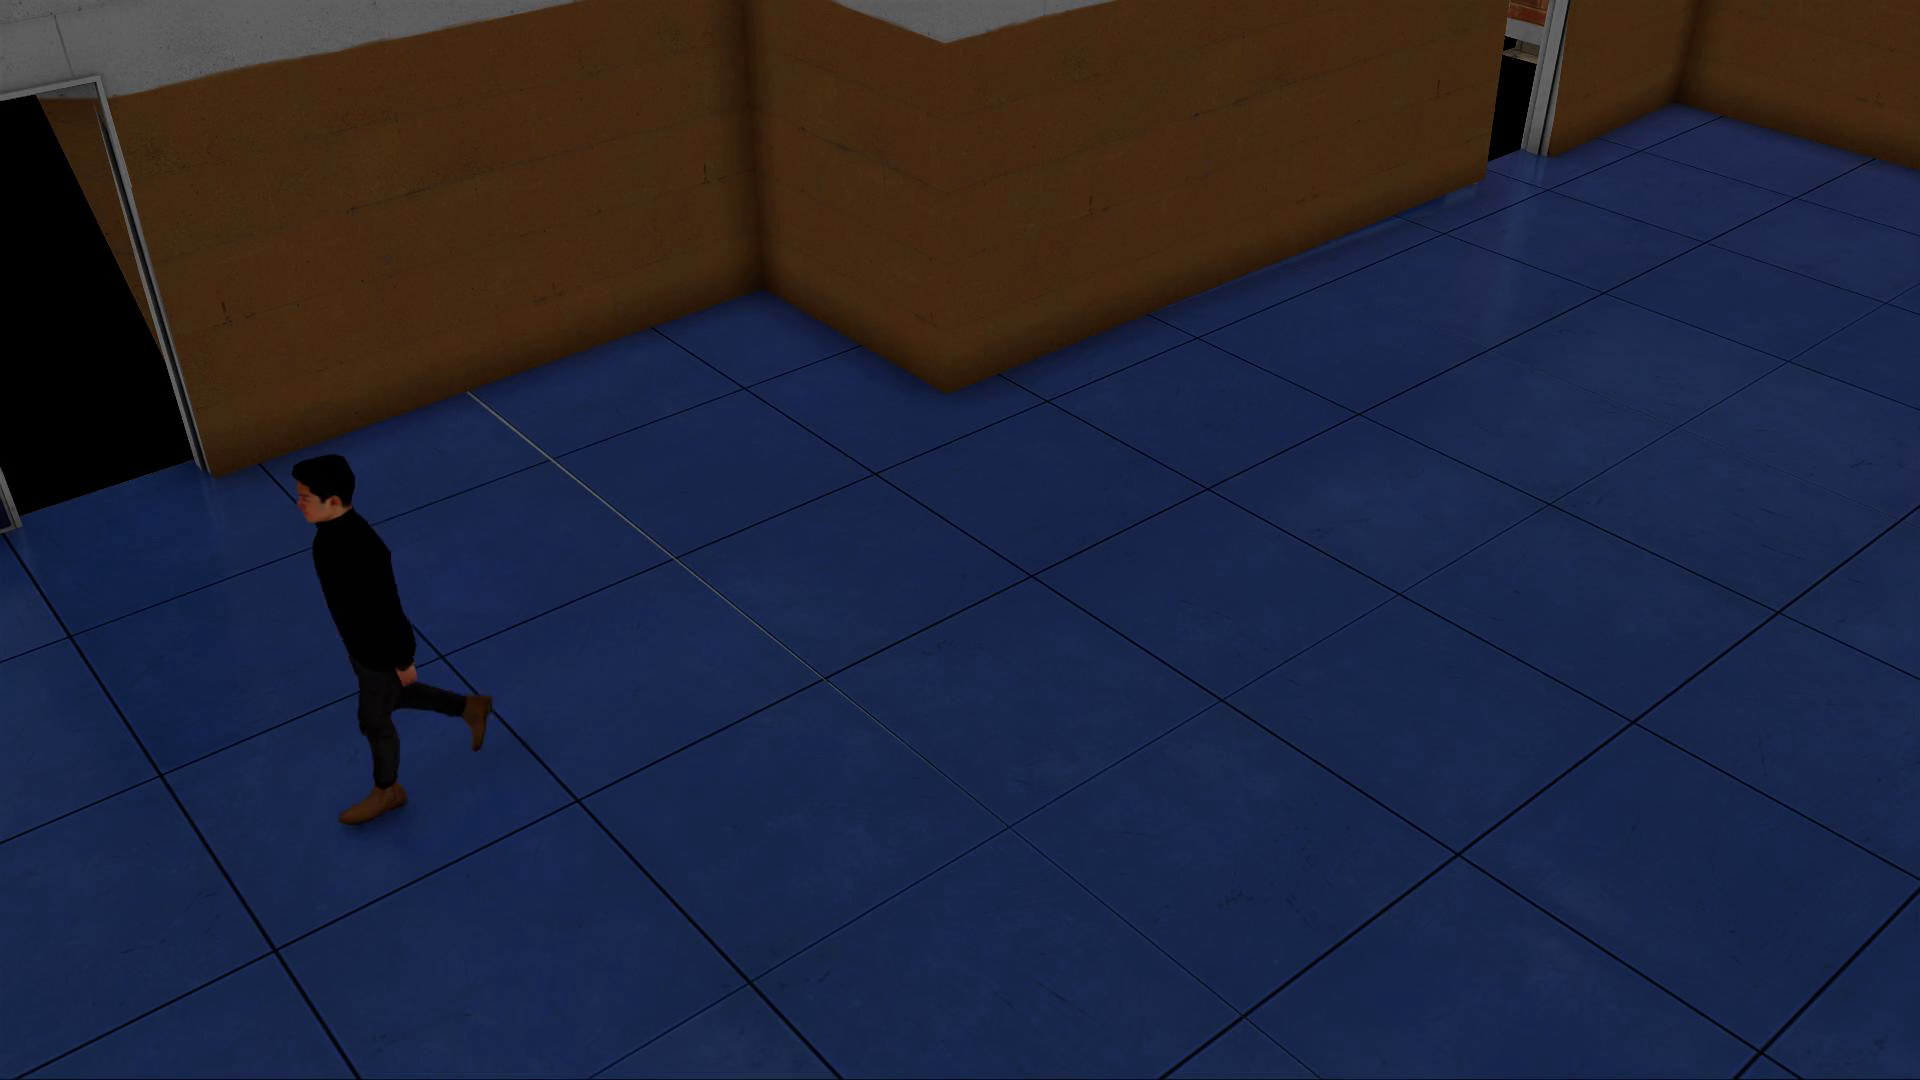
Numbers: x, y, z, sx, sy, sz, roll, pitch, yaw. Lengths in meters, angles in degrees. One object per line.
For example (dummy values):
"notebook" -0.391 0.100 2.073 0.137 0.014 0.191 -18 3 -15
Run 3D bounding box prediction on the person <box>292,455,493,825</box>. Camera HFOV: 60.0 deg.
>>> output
"person" -2.327 0.377 6.832 0.764 1.701 0.939 -21 39 -28
